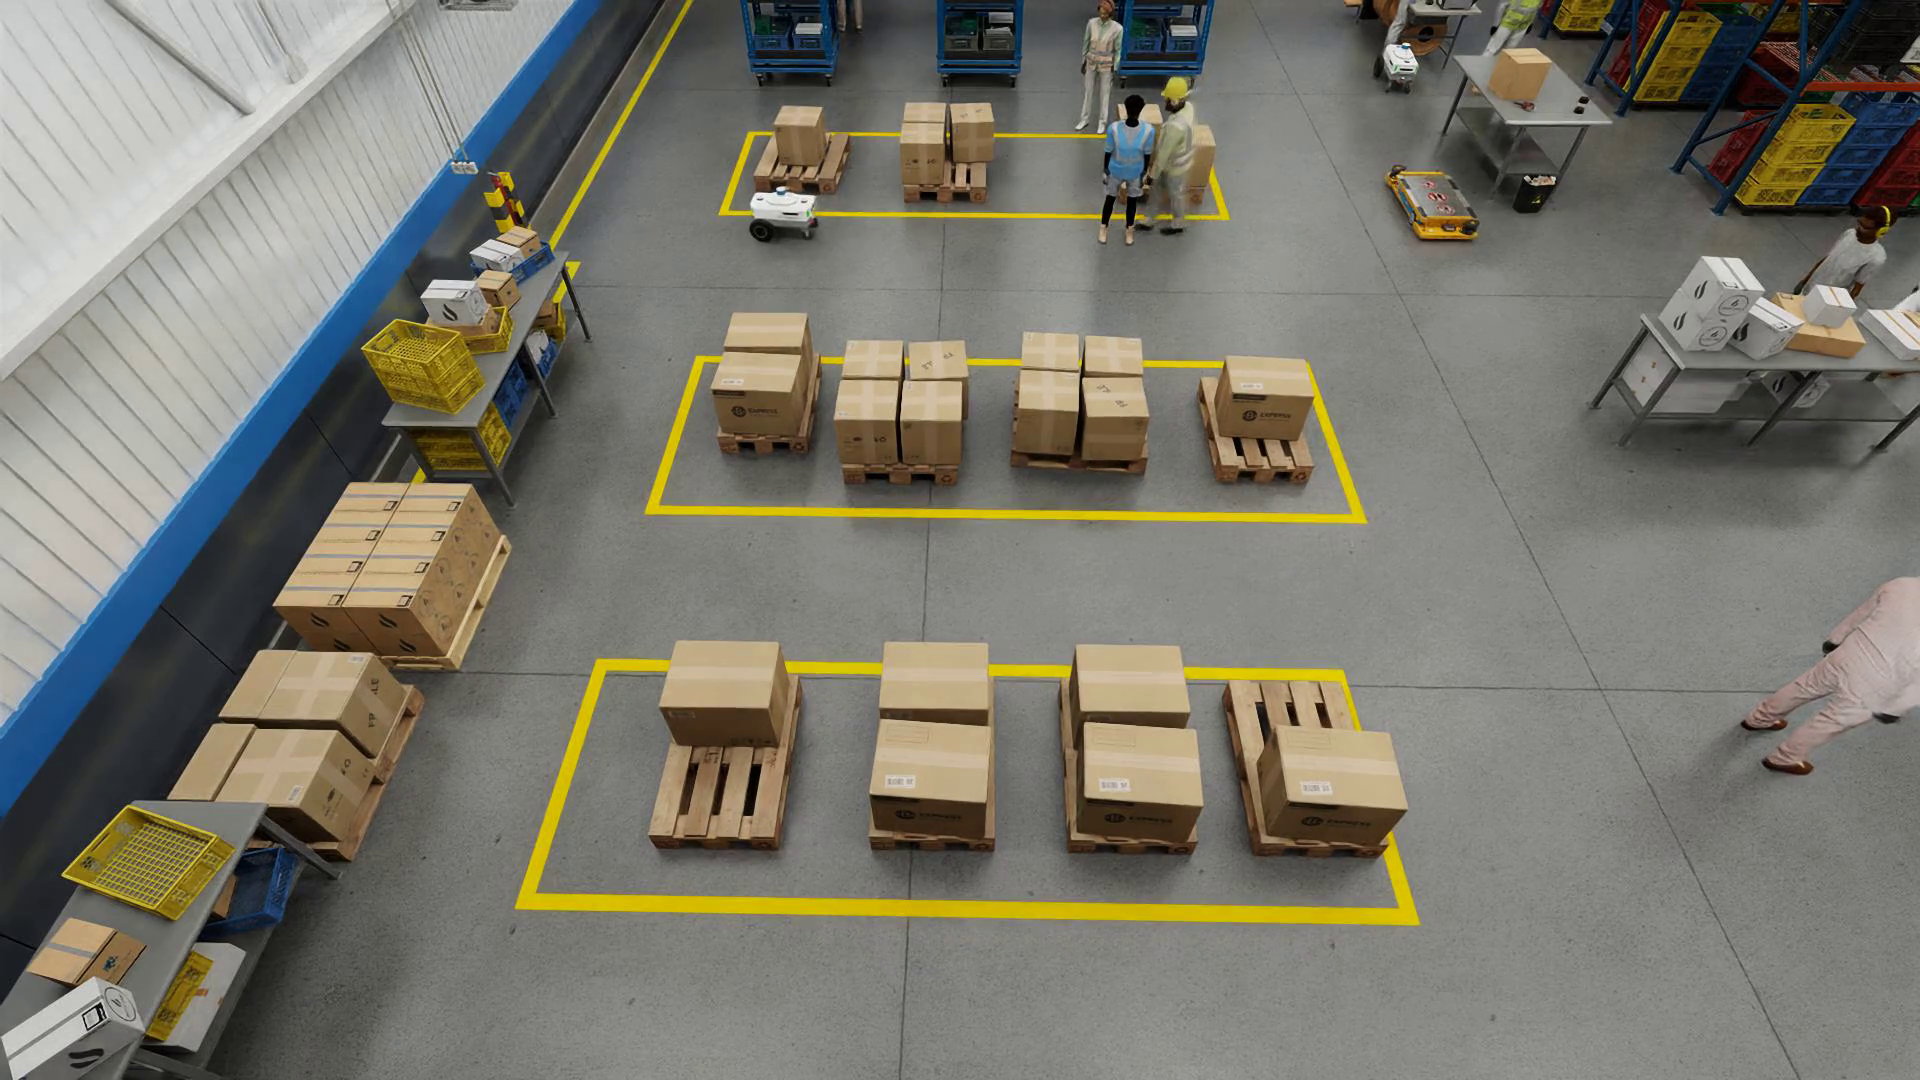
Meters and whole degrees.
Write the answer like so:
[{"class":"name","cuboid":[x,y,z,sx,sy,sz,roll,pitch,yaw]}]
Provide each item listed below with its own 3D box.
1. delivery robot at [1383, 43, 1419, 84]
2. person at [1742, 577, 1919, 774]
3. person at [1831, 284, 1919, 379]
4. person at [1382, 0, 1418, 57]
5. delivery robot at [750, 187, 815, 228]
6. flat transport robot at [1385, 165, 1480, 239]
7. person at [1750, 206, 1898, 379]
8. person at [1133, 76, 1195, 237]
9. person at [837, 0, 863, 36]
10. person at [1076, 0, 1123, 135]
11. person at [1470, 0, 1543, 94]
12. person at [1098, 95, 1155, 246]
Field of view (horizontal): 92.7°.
[{"class":"delivery robot","cuboid":[6.373,-6.919,13.257,0.477,0.478,0.707,4,49,4]},{"class":"person","cuboid":[5.719,0.820,5.741,0.403,1.900,0.642,2,49,2]},{"class":"person","cuboid":[8.953,-2.237,8.425,1.009,1.827,0.584,-5,49,-4]},{"class":"person","cuboid":[6.535,-7.891,13.257,0.371,1.932,0.629,15,51,12]},{"class":"delivery robot","cuboid":[-2.038,-3.833,10.587,0.707,0.478,0.477,5,49,4]},{"class":"flat transport robot","cuboid":[5.692,-4.094,11.059,0.652,0.197,1.431,1,49,1]},{"class":"person","cuboid":[7.784,-2.179,8.356,0.328,1.865,0.517,-1,49,-1]},{"class":"person","cuboid":[2.279,-4.169,10.119,0.740,1.786,0.580,7,49,6]},{"class":"person","cuboid":[-1.758,-8.835,14.042,0.619,1.983,0.412,-19,52,-15]},{"class":"person","cuboid":[1.825,-6.168,11.954,0.513,1.640,0.309,21,52,17]},{"class":"person","cuboid":[7.671,-7.162,12.683,0.634,1.841,0.429,-7,50,-6]},{"class":"person","cuboid":[1.815,-4.049,10.091,0.532,1.690,0.322,5,49,4]}]
